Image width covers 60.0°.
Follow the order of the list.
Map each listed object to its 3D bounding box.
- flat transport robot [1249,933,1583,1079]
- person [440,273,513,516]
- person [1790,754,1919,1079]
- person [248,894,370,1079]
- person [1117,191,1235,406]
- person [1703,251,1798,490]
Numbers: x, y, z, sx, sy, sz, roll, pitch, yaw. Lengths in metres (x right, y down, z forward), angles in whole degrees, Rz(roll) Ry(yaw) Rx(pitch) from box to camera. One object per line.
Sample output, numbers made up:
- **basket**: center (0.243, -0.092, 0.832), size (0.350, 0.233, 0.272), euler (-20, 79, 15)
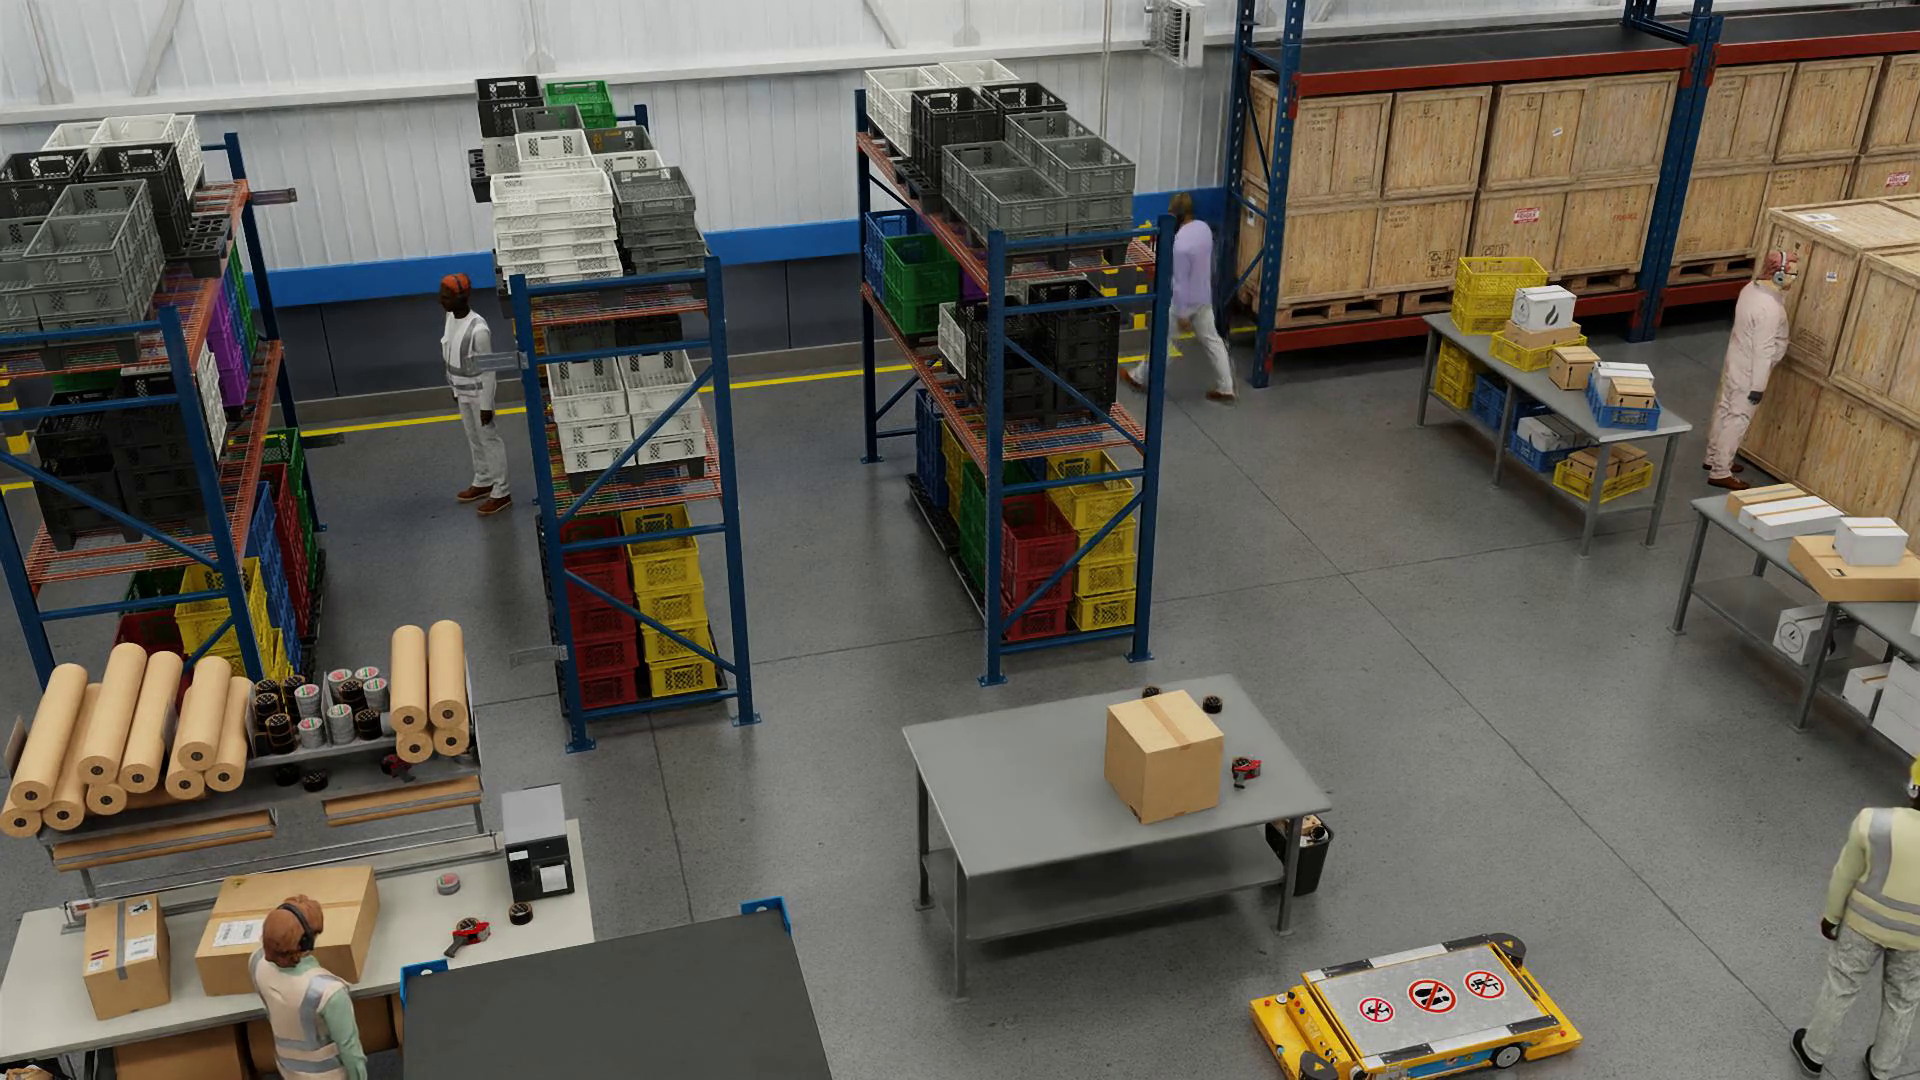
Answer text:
- **flat transport robot**: center (2.184, 2.282, 7.980), size (1.431, 0.197, 0.652), euler (-8, 30, -14)
- **person**: center (-3.656, -1.097, 12.468), size (0.356, 1.882, 0.574), euler (-23, 36, -35)
- **person**: center (4.189, 1.694, 7.450), size (0.589, 1.824, 0.403), euler (10, 30, 18)
- **person**: center (-2.618, 2.149, 6.819), size (0.517, 1.633, 0.309), euler (15, 32, 25)
- **person**: center (1.909, -2.074, 14.268), size (1.132, 1.855, 0.653), euler (19, 34, 31)
- **person**: center (6.135, -1.318, 12.860), size (0.402, 1.900, 0.636), euler (4, 29, 8)
